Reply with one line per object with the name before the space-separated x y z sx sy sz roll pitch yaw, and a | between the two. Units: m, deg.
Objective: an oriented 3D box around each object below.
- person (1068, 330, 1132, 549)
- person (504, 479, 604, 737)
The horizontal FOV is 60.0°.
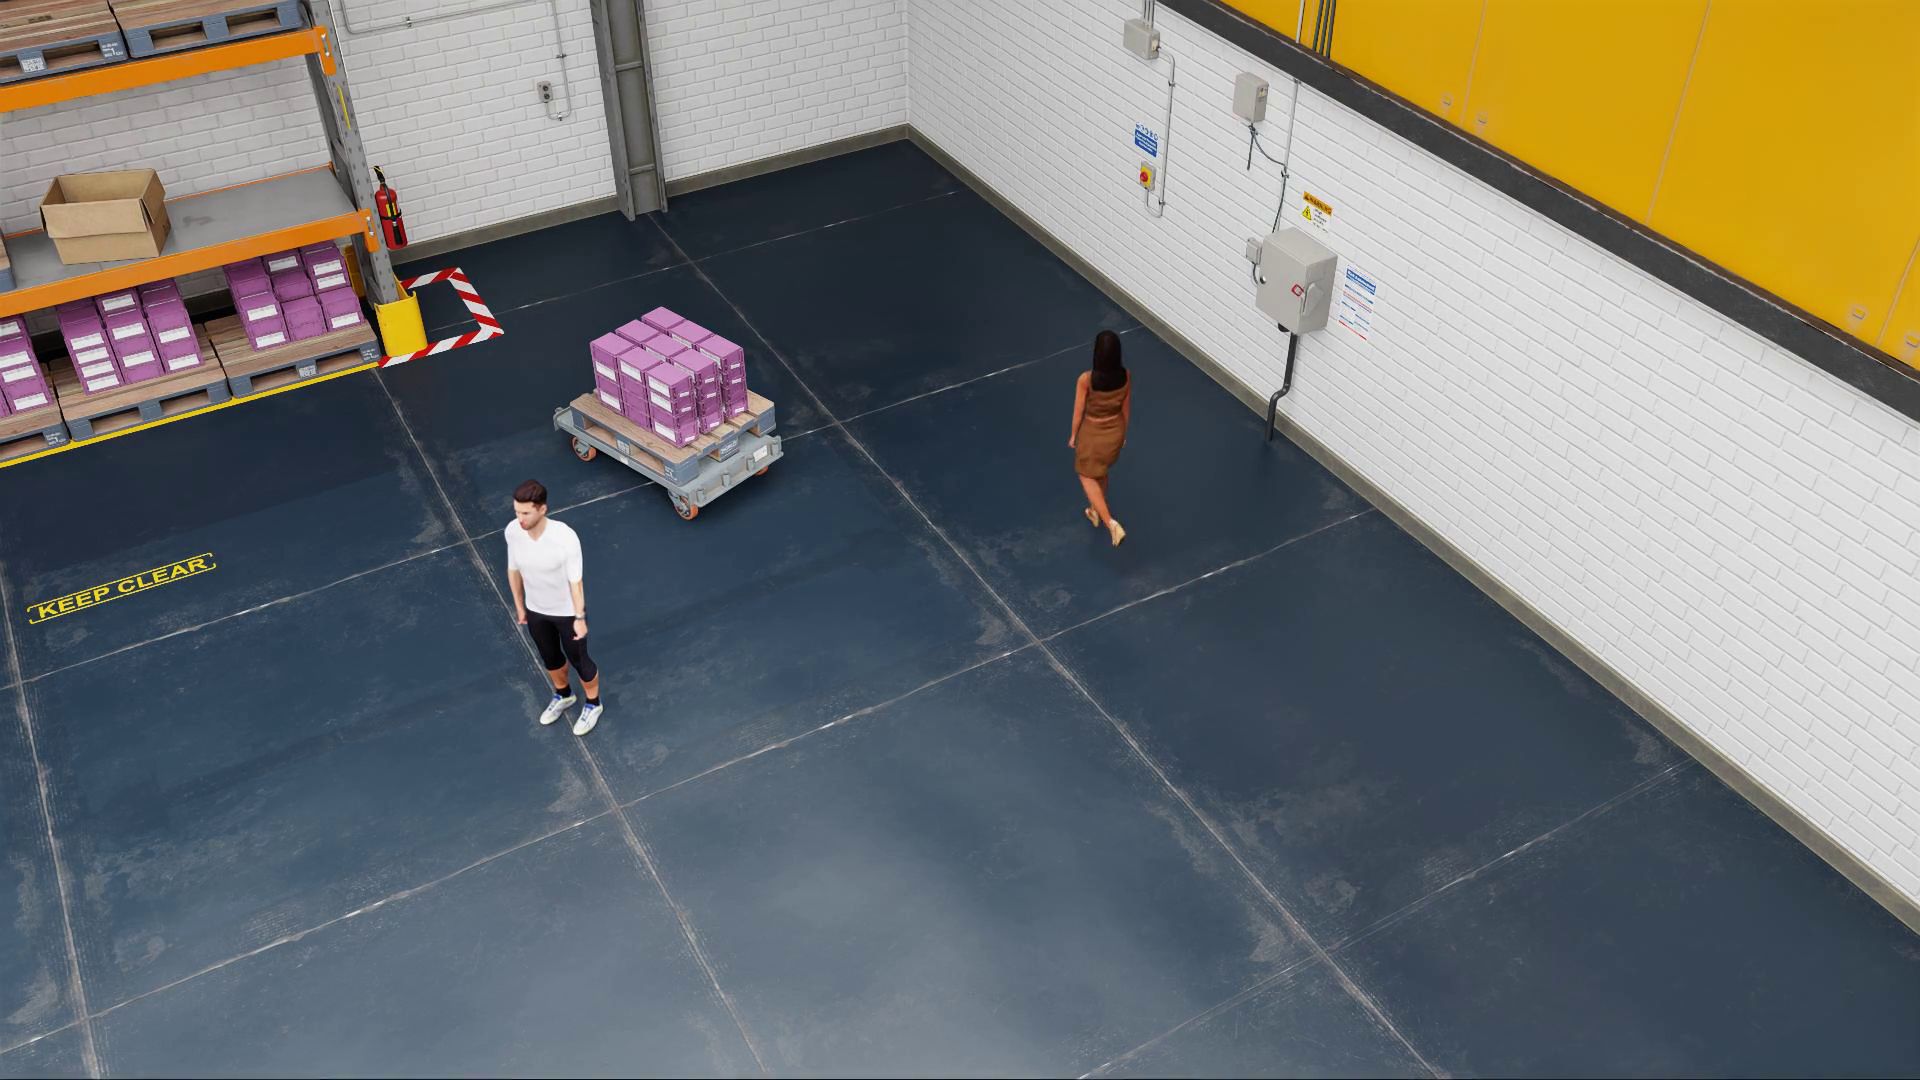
person | 1.002 -0.660 11.570 0.876 1.669 0.681 -15 41 -18
person | -2.460 0.391 10.111 0.738 1.848 0.792 11 40 13
